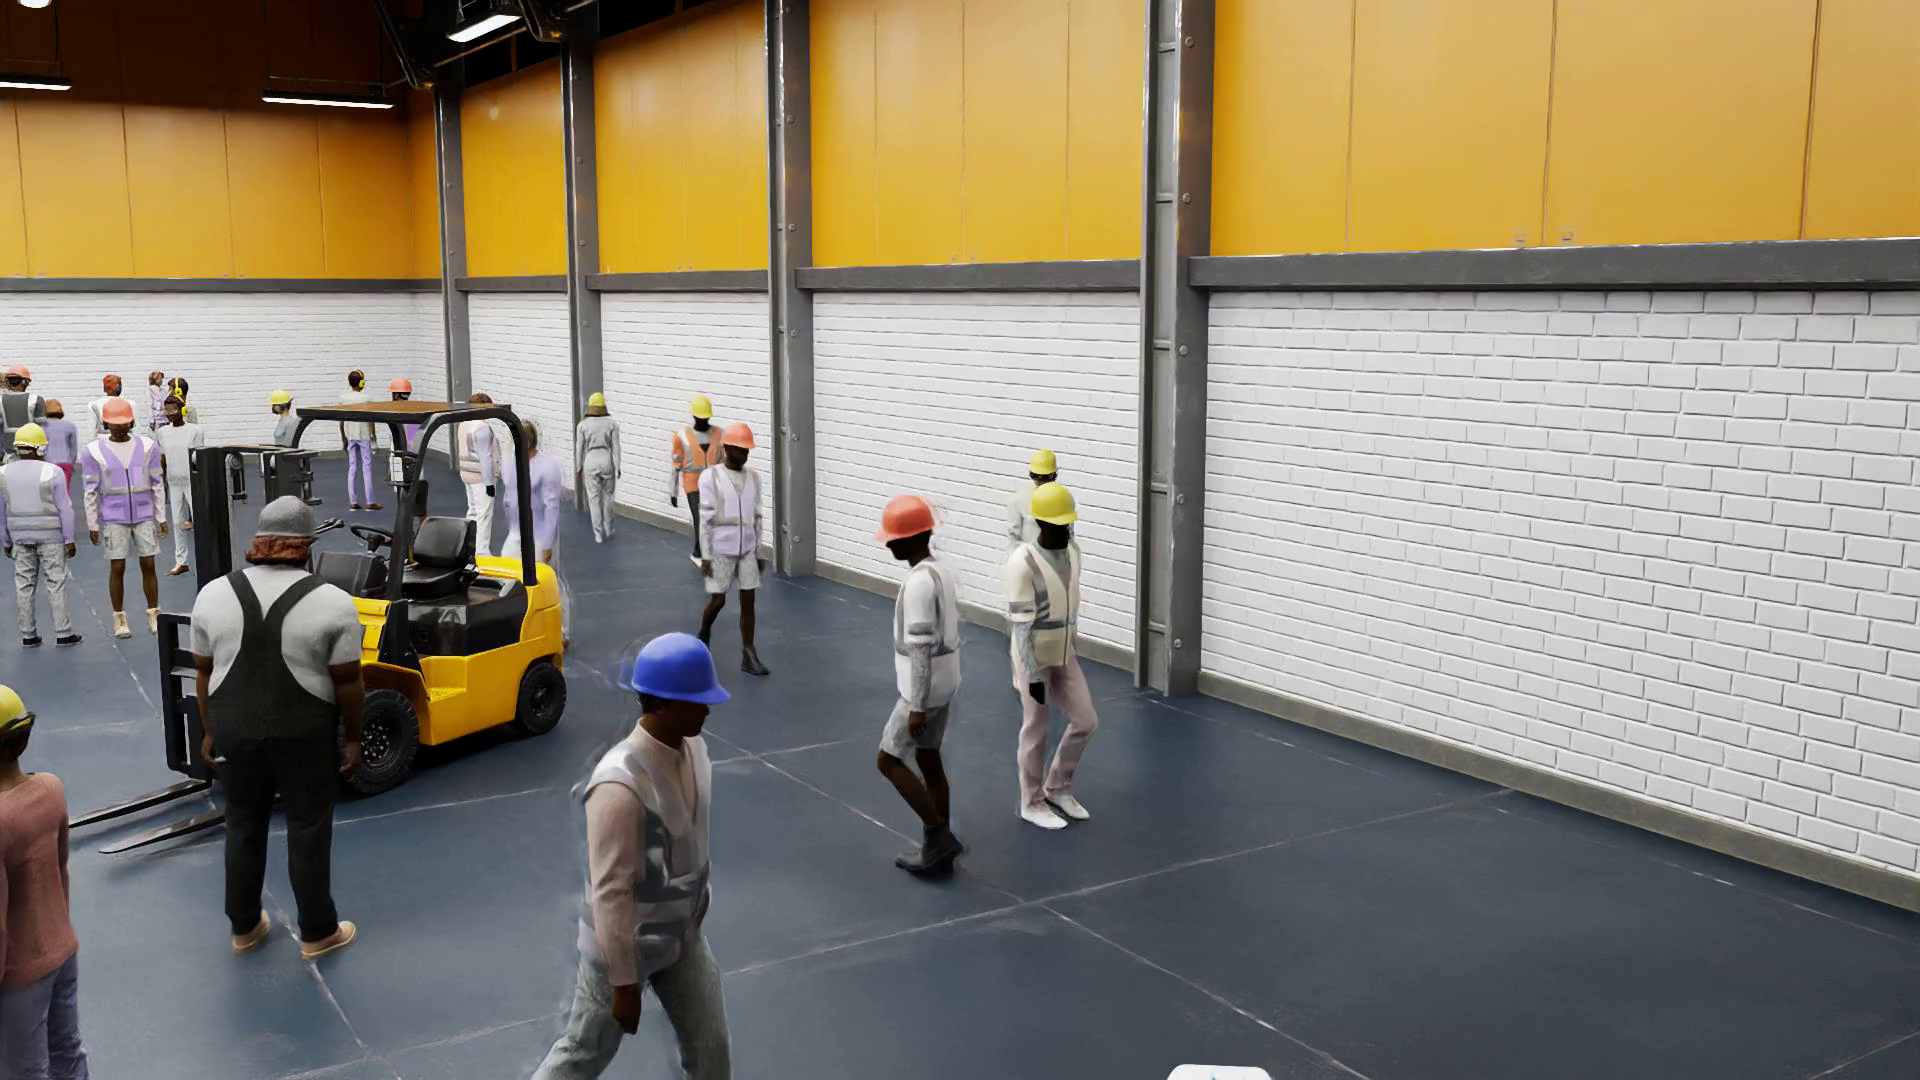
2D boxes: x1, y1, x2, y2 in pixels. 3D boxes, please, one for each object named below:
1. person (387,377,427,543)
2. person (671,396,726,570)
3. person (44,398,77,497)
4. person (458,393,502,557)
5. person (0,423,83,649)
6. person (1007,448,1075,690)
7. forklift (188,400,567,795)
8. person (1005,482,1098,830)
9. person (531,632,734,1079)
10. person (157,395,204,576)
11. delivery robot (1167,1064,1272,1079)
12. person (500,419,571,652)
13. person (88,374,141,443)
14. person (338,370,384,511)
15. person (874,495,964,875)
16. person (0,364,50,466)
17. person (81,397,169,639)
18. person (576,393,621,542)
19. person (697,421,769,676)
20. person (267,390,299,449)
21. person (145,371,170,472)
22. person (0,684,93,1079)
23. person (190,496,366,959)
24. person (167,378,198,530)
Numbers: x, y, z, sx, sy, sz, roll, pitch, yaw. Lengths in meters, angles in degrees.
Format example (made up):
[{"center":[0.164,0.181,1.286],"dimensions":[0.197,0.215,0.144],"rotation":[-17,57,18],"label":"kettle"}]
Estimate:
[{"center":[-6.305,-0.884,18.900],"dimensions":[0.368,1.939,0.542],"rotation":[3,9,21],"label":"person"},{"center":[-2.622,-0.540,16.886],"dimensions":[0.621,1.871,1.026],"rotation":[-4,10,-28],"label":"person"},{"center":[-10.932,-0.898,20.117],"dimensions":[0.513,1.614,0.357],"rotation":[-7,11,-41],"label":"person"},{"center":[-5.055,-0.633,17.579],"dimensions":[0.429,1.837,0.629],"rotation":[-6,10,-34],"label":"person"},{"center":[-7.464,-0.027,13.478],"dimensions":[0.588,1.835,0.403],"rotation":[-1,8,-4],"label":"person"},{"center":[0.595,0.209,12.132],"dimensions":[0.525,1.765,0.329],"rotation":[-2,9,-14],"label":"person"},{"center":[-3.529,0.258,10.348],"dimensions":[1.214,2.155,2.313],"rotation":[4,9,25],"label":"forklift"},{"center":[0.480,0.626,8.842],"dimensions":[0.485,1.899,0.619],"rotation":[7,11,41],"label":"person"},{"center":[-1.013,1.193,5.106],"dimensions":[1.027,1.891,0.651],"rotation":[3,9,20],"label":"person"},{"center":[-7.909,-0.551,16.944],"dimensions":[0.510,1.860,0.324],"rotation":[1,8,4],"label":"person"},{"center":[0.799,1.824,4.982],"dimensions":[0.477,0.478,0.707],"rotation":[1,8,5],"label":"delivery robot"},{"center":[-3.413,0.011,12.996],"dimensions":[0.652,1.895,0.928],"rotation":[5,10,31],"label":"person"},{"center":[-10.438,-1.107,20.581],"dimensions":[0.584,1.884,0.337],"rotation":[-2,9,-13],"label":"person"},{"center":[-7.952,-1.315,22.033],"dimensions":[0.518,1.874,0.327],"rotation":[1,9,10],"label":"person"},{"center":[-0.200,0.725,8.160],"dimensions":[0.414,1.909,0.599],"rotation":[2,9,12],"label":"person"},{"center":[-11.210,-1.080,19.912],"dimensions":[0.605,2.034,0.391],"rotation":[-2,9,-14],"label":"person"},{"center":[-6.959,-0.184,13.898],"dimensions":[0.612,2.030,0.409],"rotation":[-7,11,-38],"label":"person"},{"center":[-4.235,-0.865,19.499],"dimensions":[0.508,1.709,0.798],"rotation":[-2,9,-13],"label":"person"},{"center":[-1.739,0.059,12.590],"dimensions":[0.579,1.930,0.587],"rotation":[-6,11,-37],"label":"person"},{"center":[-7.836,-0.864,19.355],"dimensions":[0.327,1.765,0.528],"rotation":[-6,10,-33],"label":"person"},{"center":[-12.829,-1.879,26.617],"dimensions":[0.308,1.641,0.511],"rotation":[1,8,4],"label":"person"},{"center":[-2.810,1.276,4.931],"dimensions":[0.329,1.765,0.533],"rotation":[-1,8,-4],"label":"person"},{"center":[-2.918,0.801,7.203],"dimensions":[0.717,2.000,0.535],"rotation":[-1,8,-5],"label":"person"},{"center":[-9.451,-1.043,20.276],"dimensions":[0.344,1.857,0.527],"rotation":[-3,9,-19],"label":"person"}]
